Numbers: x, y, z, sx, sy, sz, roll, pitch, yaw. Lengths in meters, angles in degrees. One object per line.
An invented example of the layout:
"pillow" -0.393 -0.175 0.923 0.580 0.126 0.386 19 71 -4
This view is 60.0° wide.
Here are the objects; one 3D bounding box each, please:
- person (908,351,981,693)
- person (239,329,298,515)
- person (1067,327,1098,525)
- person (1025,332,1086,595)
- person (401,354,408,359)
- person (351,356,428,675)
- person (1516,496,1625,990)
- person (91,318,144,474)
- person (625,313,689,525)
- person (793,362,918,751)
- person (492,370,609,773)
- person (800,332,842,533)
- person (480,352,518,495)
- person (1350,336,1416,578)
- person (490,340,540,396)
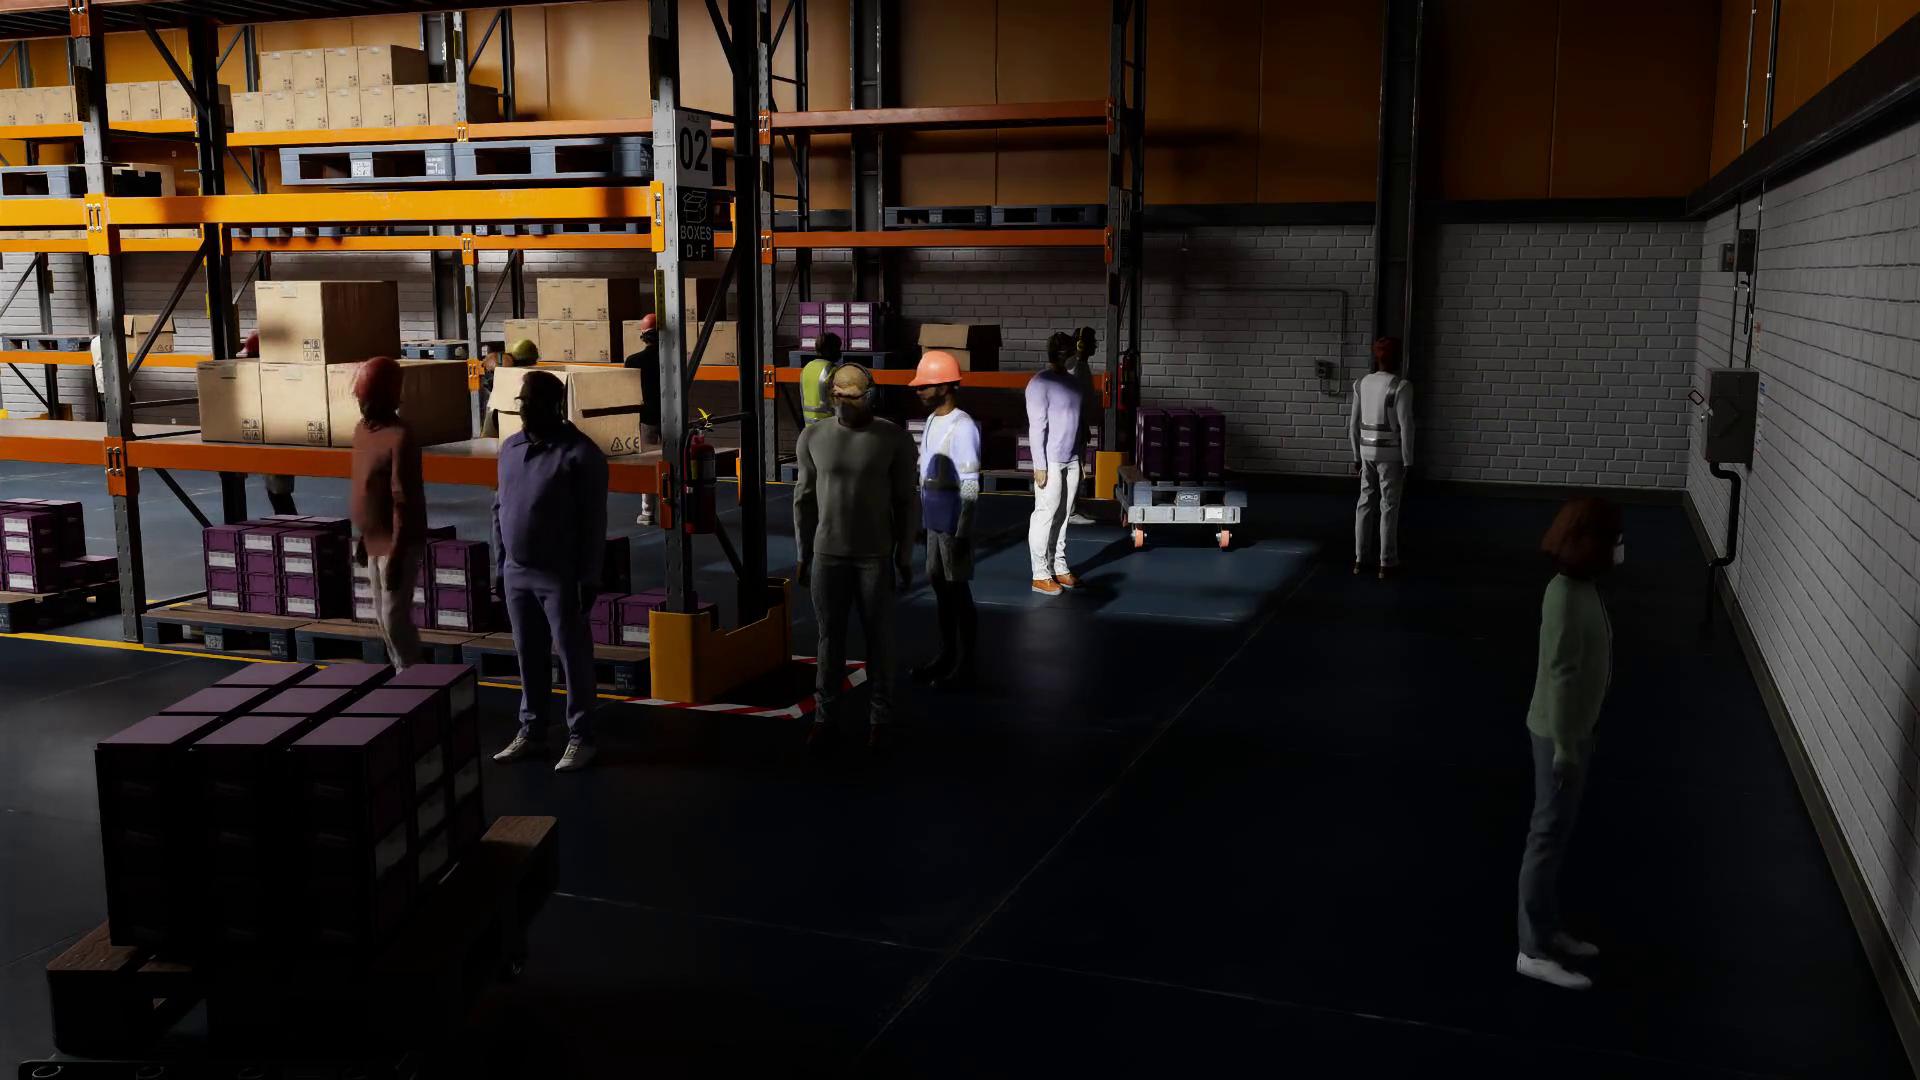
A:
"person" -0.093 -0.103 9.438 0.374 1.934 0.549 -4 10 -24
"person" -5.470 -0.701 13.192 0.378 1.932 0.551 -6 11 -35
"person" 1.165 -1.083 15.806 0.328 1.868 0.518 2 9 10
"person" 0.730 -0.574 12.381 0.373 1.940 0.628 6 11 34
"person" -5.767 -1.238 16.868 0.429 1.837 0.633 4 10 24
"person" -2.970 0.019 8.622 0.368 1.952 0.740 -7 12 -38
"person" 2.048 0.660 5.589 0.268 1.632 0.506 5 10 27
"person" -10.044 -1.782 19.793 0.382 1.995 0.612 1 9 3
"person" -2.868 -1.136 15.732 0.609 1.996 0.379 -4 10 -26
"person" -0.521 0.086 8.259 0.627 1.933 0.371 1 9 8
"person" -1.984 0.146 7.947 0.642 1.913 0.409 4 10 26
"person" -1.183 -0.954 15.074 0.429 1.844 0.625 -7 12 -38
"person" -3.130 -0.388 11.564 0.430 1.835 0.621 -2 9 -11
"person" 3.310 -0.644 12.995 0.341 1.882 0.587 -6 11 -34
"person" -3.712 -0.827 14.404 0.614 1.793 0.905 2 9 13
